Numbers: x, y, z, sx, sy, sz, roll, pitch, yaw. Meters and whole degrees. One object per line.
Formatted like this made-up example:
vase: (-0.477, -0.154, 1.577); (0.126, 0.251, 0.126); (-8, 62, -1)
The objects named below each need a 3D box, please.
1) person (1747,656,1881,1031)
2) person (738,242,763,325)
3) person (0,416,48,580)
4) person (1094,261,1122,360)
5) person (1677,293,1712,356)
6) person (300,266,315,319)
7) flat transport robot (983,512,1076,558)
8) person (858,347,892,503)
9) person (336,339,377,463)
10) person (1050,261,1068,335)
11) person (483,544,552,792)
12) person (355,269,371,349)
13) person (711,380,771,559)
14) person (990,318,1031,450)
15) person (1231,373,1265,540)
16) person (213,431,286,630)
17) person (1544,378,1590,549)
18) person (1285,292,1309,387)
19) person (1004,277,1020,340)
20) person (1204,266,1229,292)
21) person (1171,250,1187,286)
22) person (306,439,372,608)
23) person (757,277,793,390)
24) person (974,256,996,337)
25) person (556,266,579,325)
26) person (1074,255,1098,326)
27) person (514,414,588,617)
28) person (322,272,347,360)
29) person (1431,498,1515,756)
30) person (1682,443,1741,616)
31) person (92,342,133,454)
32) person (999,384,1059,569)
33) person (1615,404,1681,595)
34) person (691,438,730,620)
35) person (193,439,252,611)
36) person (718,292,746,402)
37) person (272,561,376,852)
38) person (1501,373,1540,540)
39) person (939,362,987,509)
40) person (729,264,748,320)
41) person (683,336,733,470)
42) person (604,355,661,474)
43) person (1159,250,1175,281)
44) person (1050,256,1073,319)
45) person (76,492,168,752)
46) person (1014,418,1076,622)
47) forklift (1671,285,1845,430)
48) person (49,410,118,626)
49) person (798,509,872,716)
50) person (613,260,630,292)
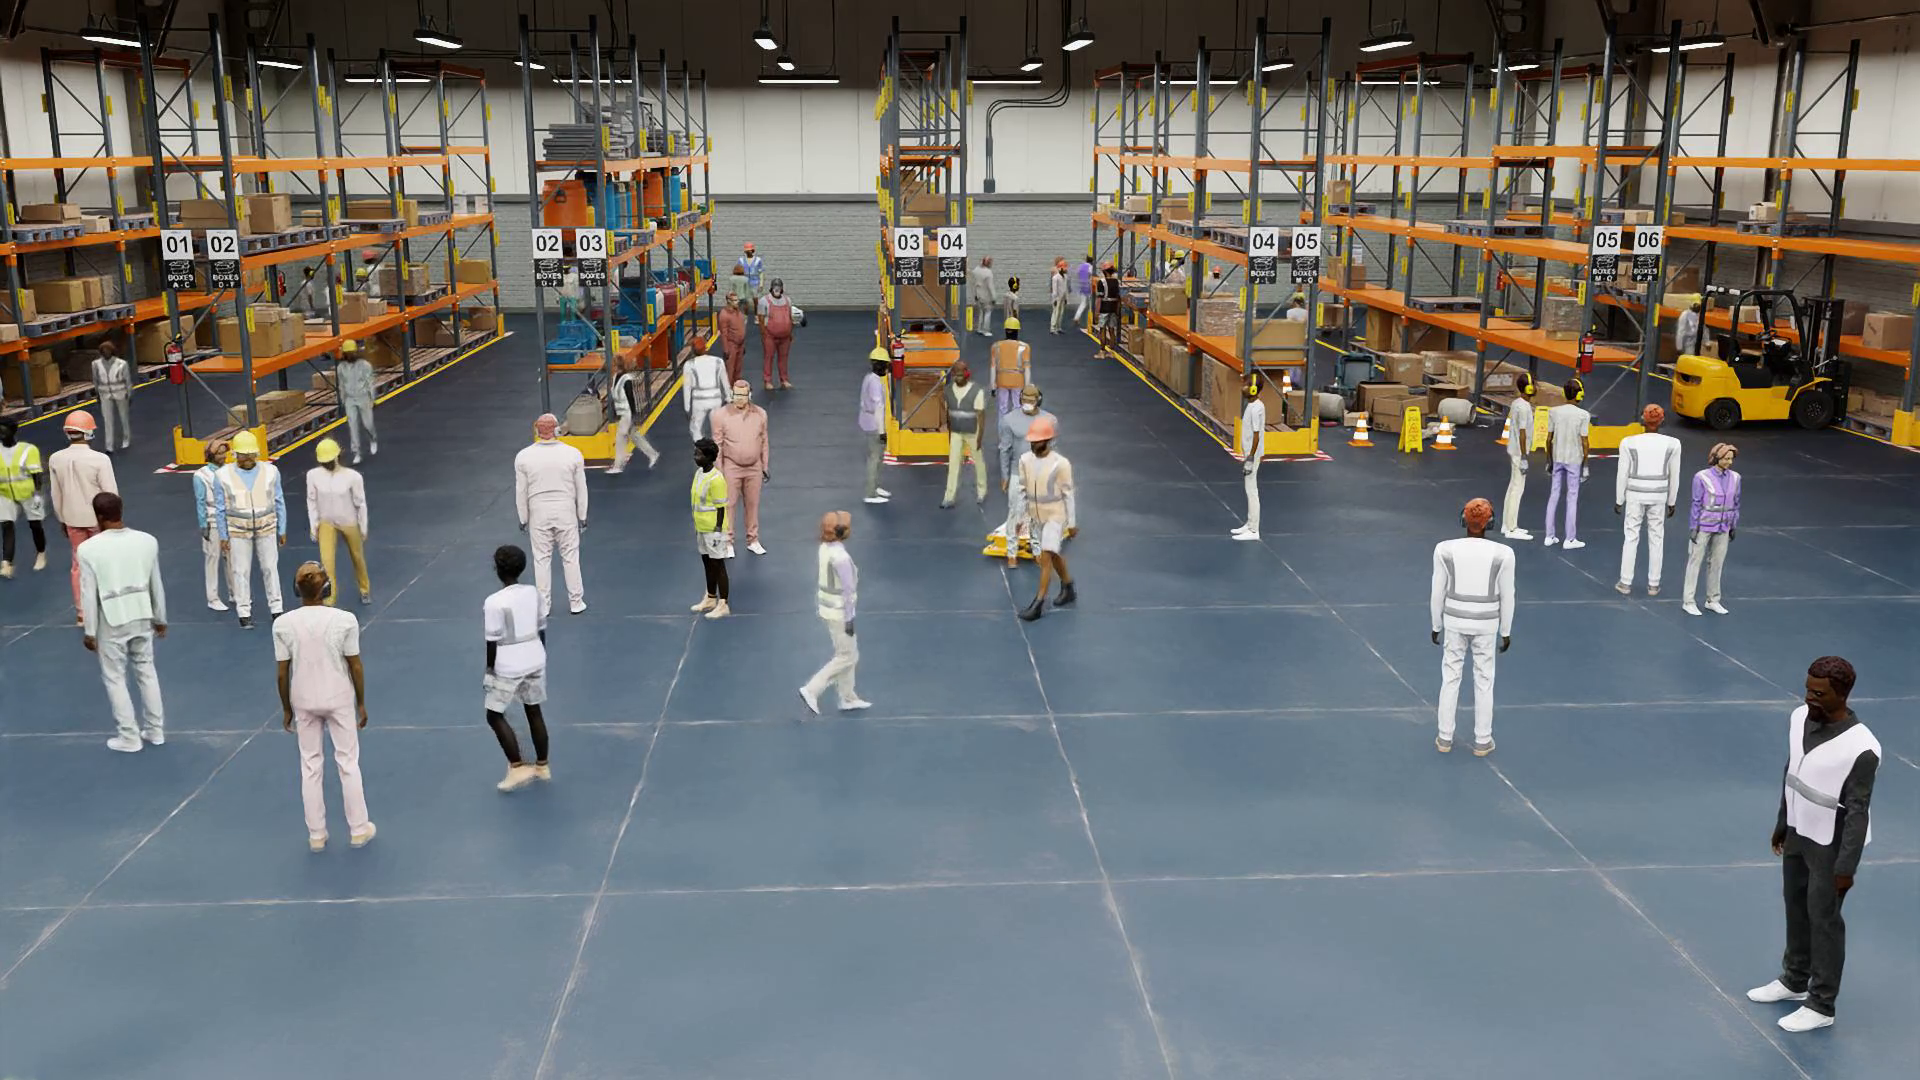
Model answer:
person: (4.270, 1.488, 8.252); (0.397, 1.911, 0.588); (-1, 13, -6)
person: (-5.171, -6.326, 41.061); (0.615, 2.041, 0.391); (1, 13, 3)
person: (-9.599, -0.433, 16.909); (0.549, 1.644, 0.863); (-2, 13, -8)
person: (3.047, -4.743, 34.403); (0.609, 2.029, 0.408); (-9, 16, -33)
person: (13.039, -3.490, 29.577); (0.591, 1.800, 0.803); (-7, 15, -28)
person: (-13.846, -4.881, 35.373); (0.399, 1.851, 0.684); (-7, 15, -27)
flat transport robot: (0.780, -0.056, 18.297); (0.652, 0.197, 1.431); (5, 14, 19)
person: (-1.038, -1.417, 20.541); (0.437, 1.912, 0.690); (-2, 13, -10)
person: (-8.384, -1.943, 23.161); (0.502, 1.731, 0.488); (-1, 13, -6)
person: (2.344, -5.651, 38.879); (0.420, 1.733, 0.571); (8, 16, 31)
person: (-3.007, 0.869, 11.348); (0.360, 1.682, 0.552); (8, 15, 30)
person: (-12.968, -5.028, 36.205); (0.305, 1.743, 0.494); (0, 13, 2)
person: (-2.323, -0.764, 17.800); (0.642, 1.905, 0.399); (-7, 15, -28)
person: (0.732, -2.244, 24.025); (0.590, 1.923, 0.383); (3, 14, 12)
person: (3.232, -0.934, 18.580); (0.328, 1.876, 0.513); (2, 13, 7)
person: (-6.434, -0.094, 15.137); (0.596, 1.825, 0.403); (-7, 15, -29)
person: (6.647, -0.838, 18.184); (0.328, 1.872, 0.514); (-12, 18, -40)
person: (6.180, -3.673, 30.501); (0.583, 1.724, 0.444); (-5, 14, -20)
person: (1.021, -4.187, 32.403); (0.331, 1.862, 0.500); (-6, 15, -25)
person: (5.662, -5.173, 36.803); (0.572, 1.747, 0.344); (2, 13, 9)
person: (5.198, -5.924, 39.599); (0.354, 1.930, 0.587); (6, 15, 24)
person: (-5.819, -0.124, 15.560); (0.534, 1.669, 0.996); (-2, 13, -8)
person: (-3.300, -3.752, 30.160); (0.672, 2.000, 0.536); (-9, 16, -33)
person: (0.607, -5.666, 38.643); (0.497, 1.872, 0.753); (-8, 16, -31)
person: (-9.148, -5.647, 38.780); (0.532, 1.767, 0.328); (-4, 14, -16)
person: (3.142, -6.076, 40.510); (0.684, 1.810, 0.653); (-11, 17, -39)
person: (-3.804, -0.233, 15.546); (0.645, 1.905, 0.400); (-3, 14, -12)
person: (-12.898, -4.639, 34.432); (0.585, 1.811, 0.937); (5, 14, 19)
person: (3.674, 0.625, 11.962); (0.575, 1.882, 0.355); (5, 14, 21)
person: (7.046, -0.101, 15.579); (0.514, 1.634, 0.313); (-3, 14, -14)
person: (-12.181, -2.057, 23.944); (0.529, 1.583, 0.881); (-3, 14, -13)
person: (0.717, -0.664, 17.307); (0.627, 1.936, 0.374); (-2, 13, -8)
person: (6.710, -0.393, 16.275); (0.574, 1.882, 0.356); (3, 14, 14)
person: (-2.335, -0.114, 15.486); (0.316, 1.696, 0.540); (-8, 16, -31)
person: (-7.011, -0.151, 15.790); (0.313, 1.632, 0.517); (6, 15, 25)
person: (-3.891, -3.318, 28.643); (0.402, 1.901, 0.647); (5, 14, 22)
person: (-3.947, 1.031, 10.316); (0.507, 1.847, 0.351); (-2, 13, -9)
person: (6.300, -0.945, 18.643); (0.317, 1.867, 0.531); (2, 13, 9)
person: (0.069, -1.283, 20.252); (0.606, 1.788, 0.912); (6, 15, 24)
person: (-5.226, -5.689, 39.255); (0.533, 1.619, 0.378); (-11, 17, -38)
person: (-3.340, -1.814, 22.334); (0.761, 1.868, 0.388); (-6, 15, -25)
person: (-4.442, -1.713, 22.456); (0.777, 1.607, 0.526); (-7, 15, -28)
person: (5.122, -6.133, 40.590); (0.576, 1.882, 0.355); (-7, 15, -28)
person: (2.594, -6.375, 42.194); (0.521, 1.614, 0.699); (8, 16, 32)
person: (-6.042, 0.591, 12.073); (0.447, 1.896, 0.614); (8, 16, 32)
person: (0.825, -0.231, 15.600); (0.551, 1.893, 0.976); (12, 18, 41)
forklift: (12.503, -2.886, 26.166); (2.313, 2.155, 1.214); (-1, 13, -3)
person: (-7.931, -0.190, 15.173); (0.622, 1.992, 0.387); (1, 13, 6)
person: (-0.962, 0.567, 12.752); (0.544, 1.622, 0.534); (-5, 14, -19)
person: (-7.606, -5.449, 37.485); (0.400, 1.988, 0.612); (-1, 13, -4)
